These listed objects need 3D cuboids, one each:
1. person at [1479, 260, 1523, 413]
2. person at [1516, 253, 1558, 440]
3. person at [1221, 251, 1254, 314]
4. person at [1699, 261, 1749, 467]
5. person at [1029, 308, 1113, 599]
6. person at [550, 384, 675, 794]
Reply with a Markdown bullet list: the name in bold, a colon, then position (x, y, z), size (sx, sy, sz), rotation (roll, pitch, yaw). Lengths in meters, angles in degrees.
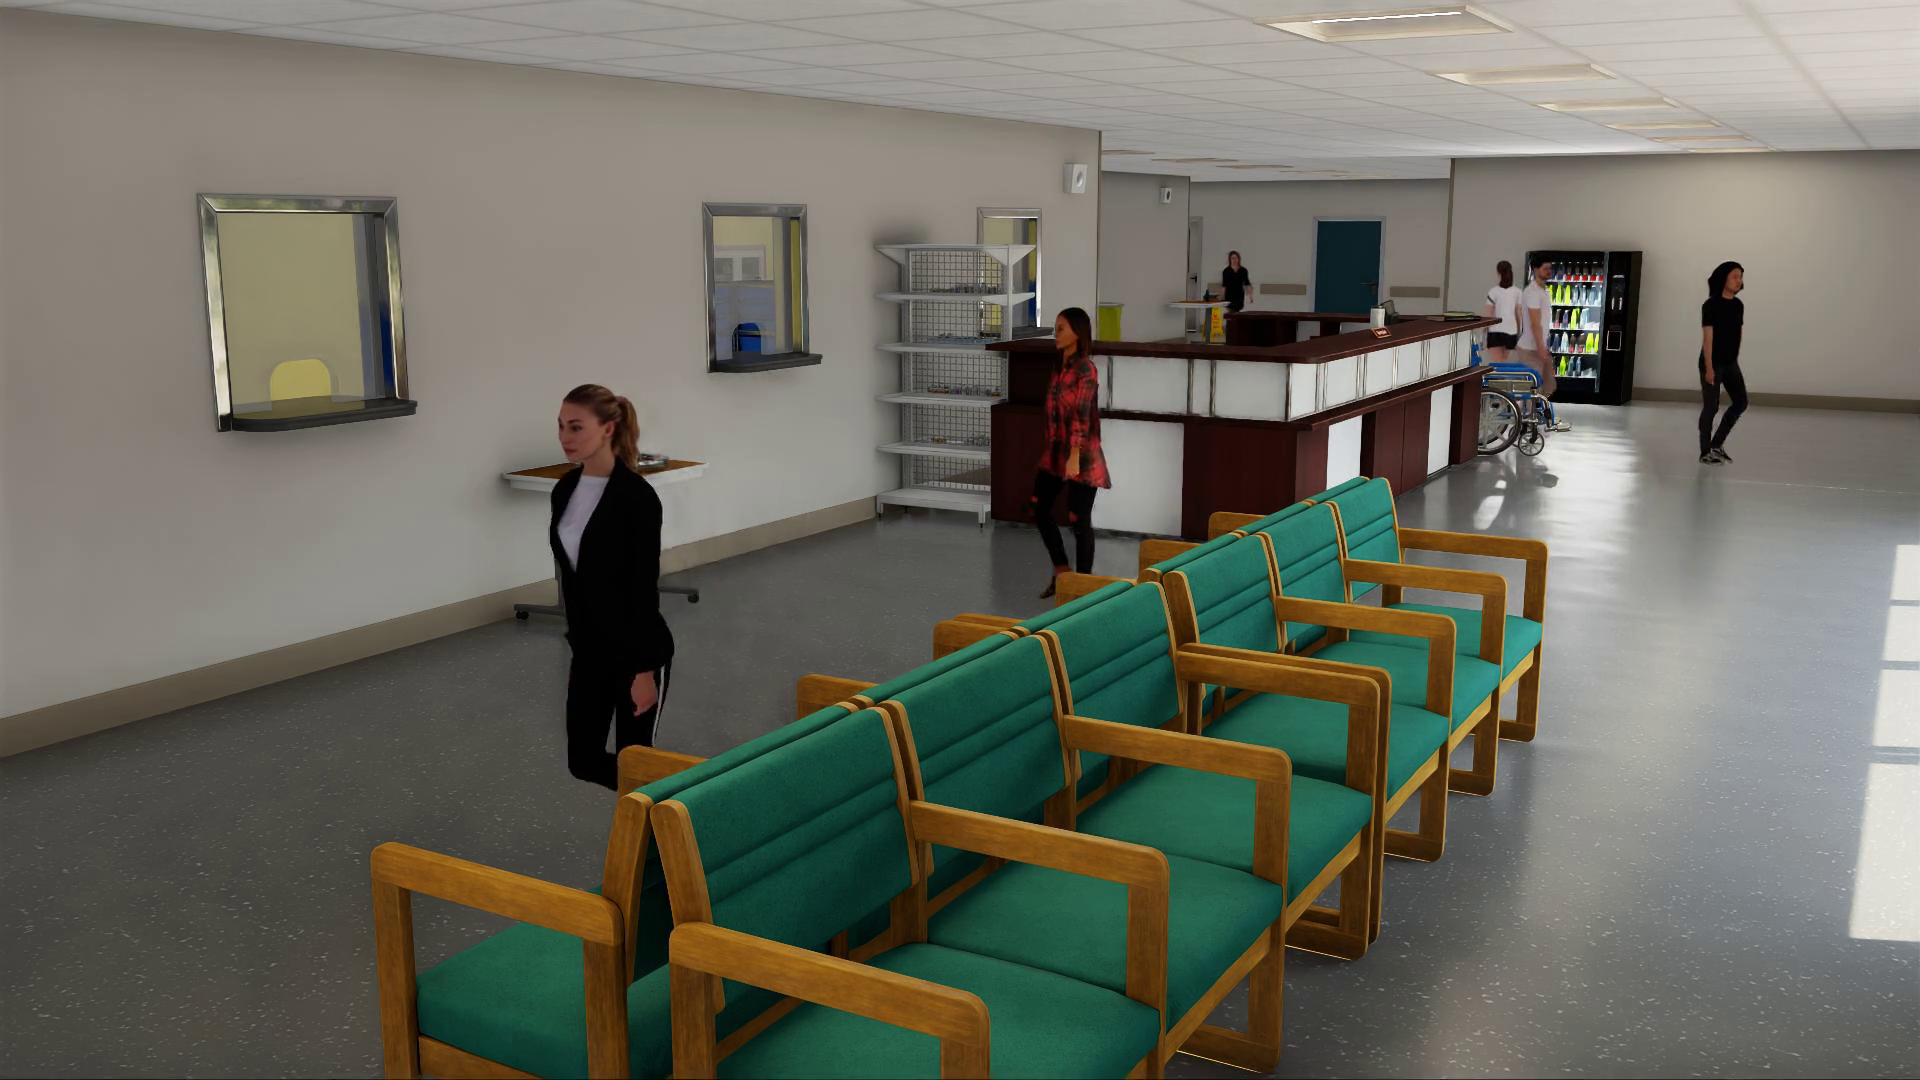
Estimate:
- **person**: position (6.160, -2.263, 18.788), size (0.876, 1.736, 0.915), rotation (-2, 11, -9)
- **person**: position (5.669, -1.919, 16.645), size (0.594, 1.860, 0.709), rotation (5, 12, 26)
- **person**: position (4.854, -4.272, 29.569), size (1.078, 1.664, 1.085), rotation (-2, 11, -8)
- **person**: position (6.781, -1.591, 14.988), size (0.756, 1.820, 0.801), rotation (-4, 11, -20)
- **person**: position (0.700, -0.449, 9.347), size (0.796, 1.691, 0.711), rotation (-6, 12, -30)
- **person**: position (-0.973, 0.361, 5.077), size (0.701, 1.693, 0.692), rotation (7, 13, 33)
